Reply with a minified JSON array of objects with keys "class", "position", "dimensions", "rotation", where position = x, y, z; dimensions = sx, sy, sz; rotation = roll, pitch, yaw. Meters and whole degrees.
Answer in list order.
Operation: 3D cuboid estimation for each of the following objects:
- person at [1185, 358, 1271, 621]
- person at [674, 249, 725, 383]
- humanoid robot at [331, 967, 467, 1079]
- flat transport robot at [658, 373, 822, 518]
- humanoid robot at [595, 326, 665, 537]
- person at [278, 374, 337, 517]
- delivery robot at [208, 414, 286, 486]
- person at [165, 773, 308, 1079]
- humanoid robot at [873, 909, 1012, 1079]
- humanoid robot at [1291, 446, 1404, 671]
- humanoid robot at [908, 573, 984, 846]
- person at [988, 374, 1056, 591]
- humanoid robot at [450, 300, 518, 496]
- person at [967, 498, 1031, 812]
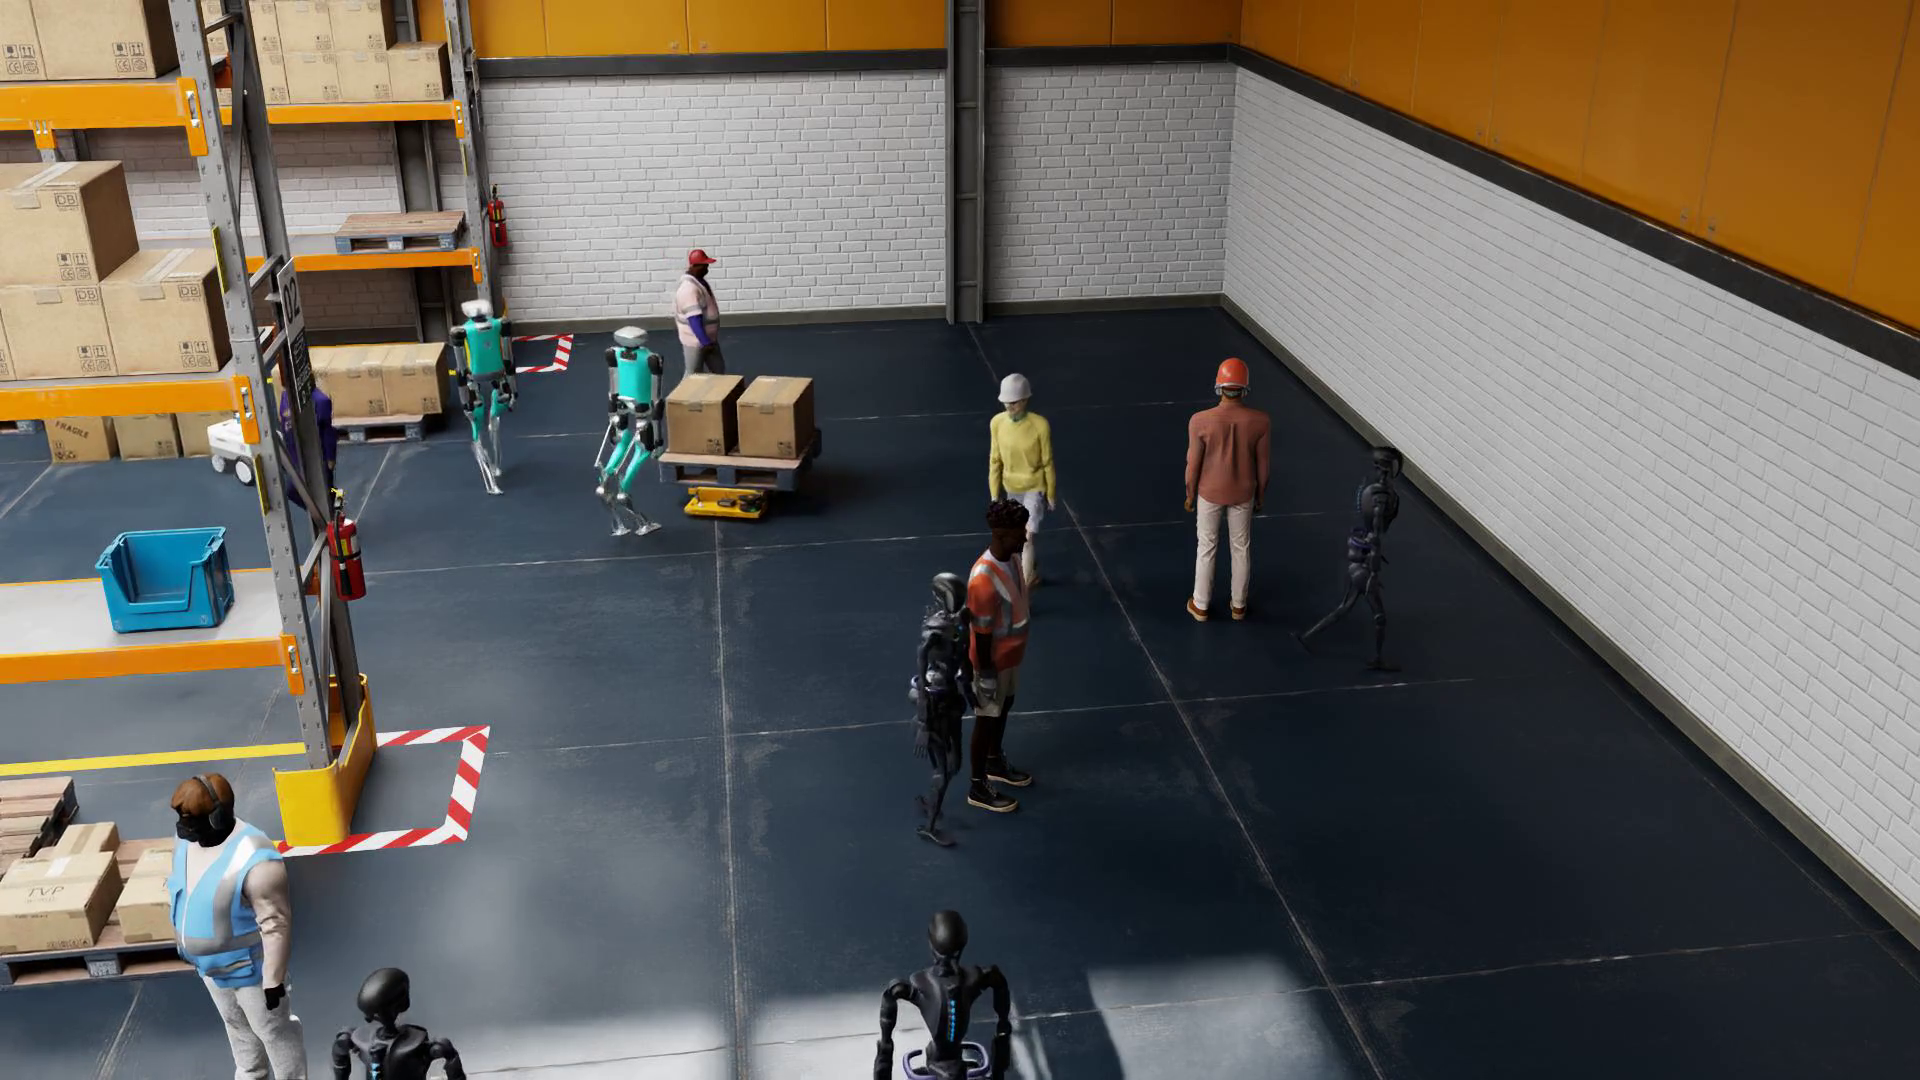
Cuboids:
[{"class":"person","position":[1.925,-0.353,12.056],"dimensions":[0.610,1.994,0.378],"rotation":[-1,24,-3]},{"class":"person","position":[-2.499,-1.942,16.025],"dimensions":[0.733,1.727,0.649],"rotation":[3,24,7]},{"class":"humanoid robot","position":[-2.096,2.351,6.298],"dimensions":[0.590,1.638,0.589],"rotation":[4,24,9]},{"class":"flat transport robot","position":[-1.902,-0.545,14.639],"dimensions":[0.659,0.231,1.431],"rotation":[3,24,8]},{"class":"humanoid robot","position":[-2.704,-0.798,13.288],"dimensions":[0.530,1.715,0.748],"rotation":[12,26,25]},{"class":"person","position":[-5.180,-0.684,13.266],"dimensions":[0.491,1.605,0.374],"rotation":[7,25,15]},{"class":"delivery robot","position":[-6.399,-0.840,14.959],"dimensions":[0.802,0.598,0.499],"rotation":[14,27,29]},{"class":"person","position":[-3.165,1.830,7.271],"dimensions":[0.619,1.845,0.430],"rotation":[14,28,30]},{"class":"humanoid robot","position":[-0.063,2.221,6.600],"dimensions":[0.599,1.645,0.601],"rotation":[-5,24,-12]},{"class":"humanoid robot","position":[2.712,0.125,11.426],"dimensions":[0.739,1.637,0.587],"rotation":[4,24,10]},{"class":"humanoid robot","position":[-0.132,0.944,9.538],"dimensions":[0.443,1.671,0.608],"rotation":[13,27,27]},{"class":"person","position":[0.434,-0.363,12.286],"dimensions":[0.494,1.833,0.896],"rotation":[11,26,23]},{"class":"humanoid robot","position":[-4.197,-1.290,14.555],"dimensions":[0.546,1.759,0.962],"rotation":[-16,28,-32]},{"class":"person","position":[0.229,0.661,9.794],"dimensions":[0.367,1.958,0.604],"rotation":[8,25,18]}]
